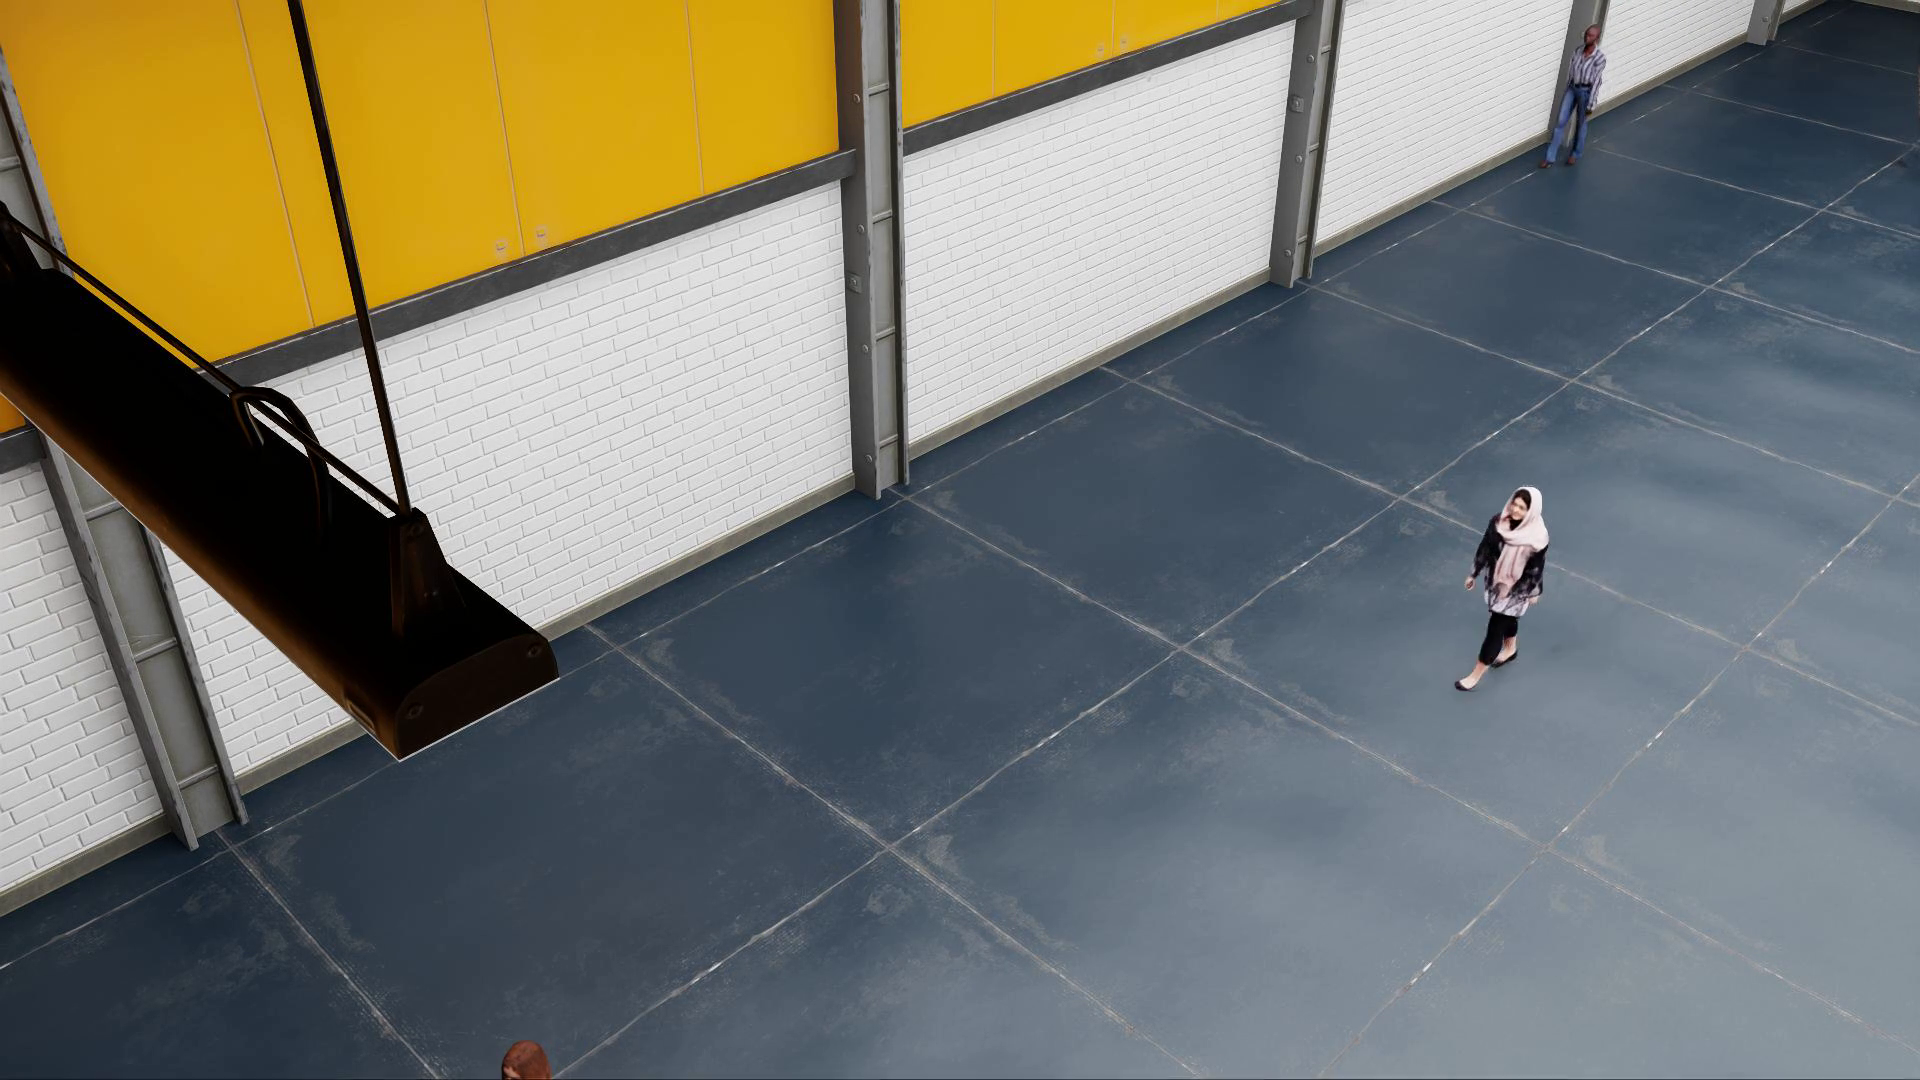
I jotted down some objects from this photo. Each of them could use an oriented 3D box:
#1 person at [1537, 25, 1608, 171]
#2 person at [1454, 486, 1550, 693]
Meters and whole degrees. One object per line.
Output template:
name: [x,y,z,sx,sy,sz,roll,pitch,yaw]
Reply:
person: [7.583,-5.380,20.223,1.049,1.760,0.725,-25,41,-33]
person: [3.960,0.283,11.846,1.071,1.603,0.775,-19,38,-26]
